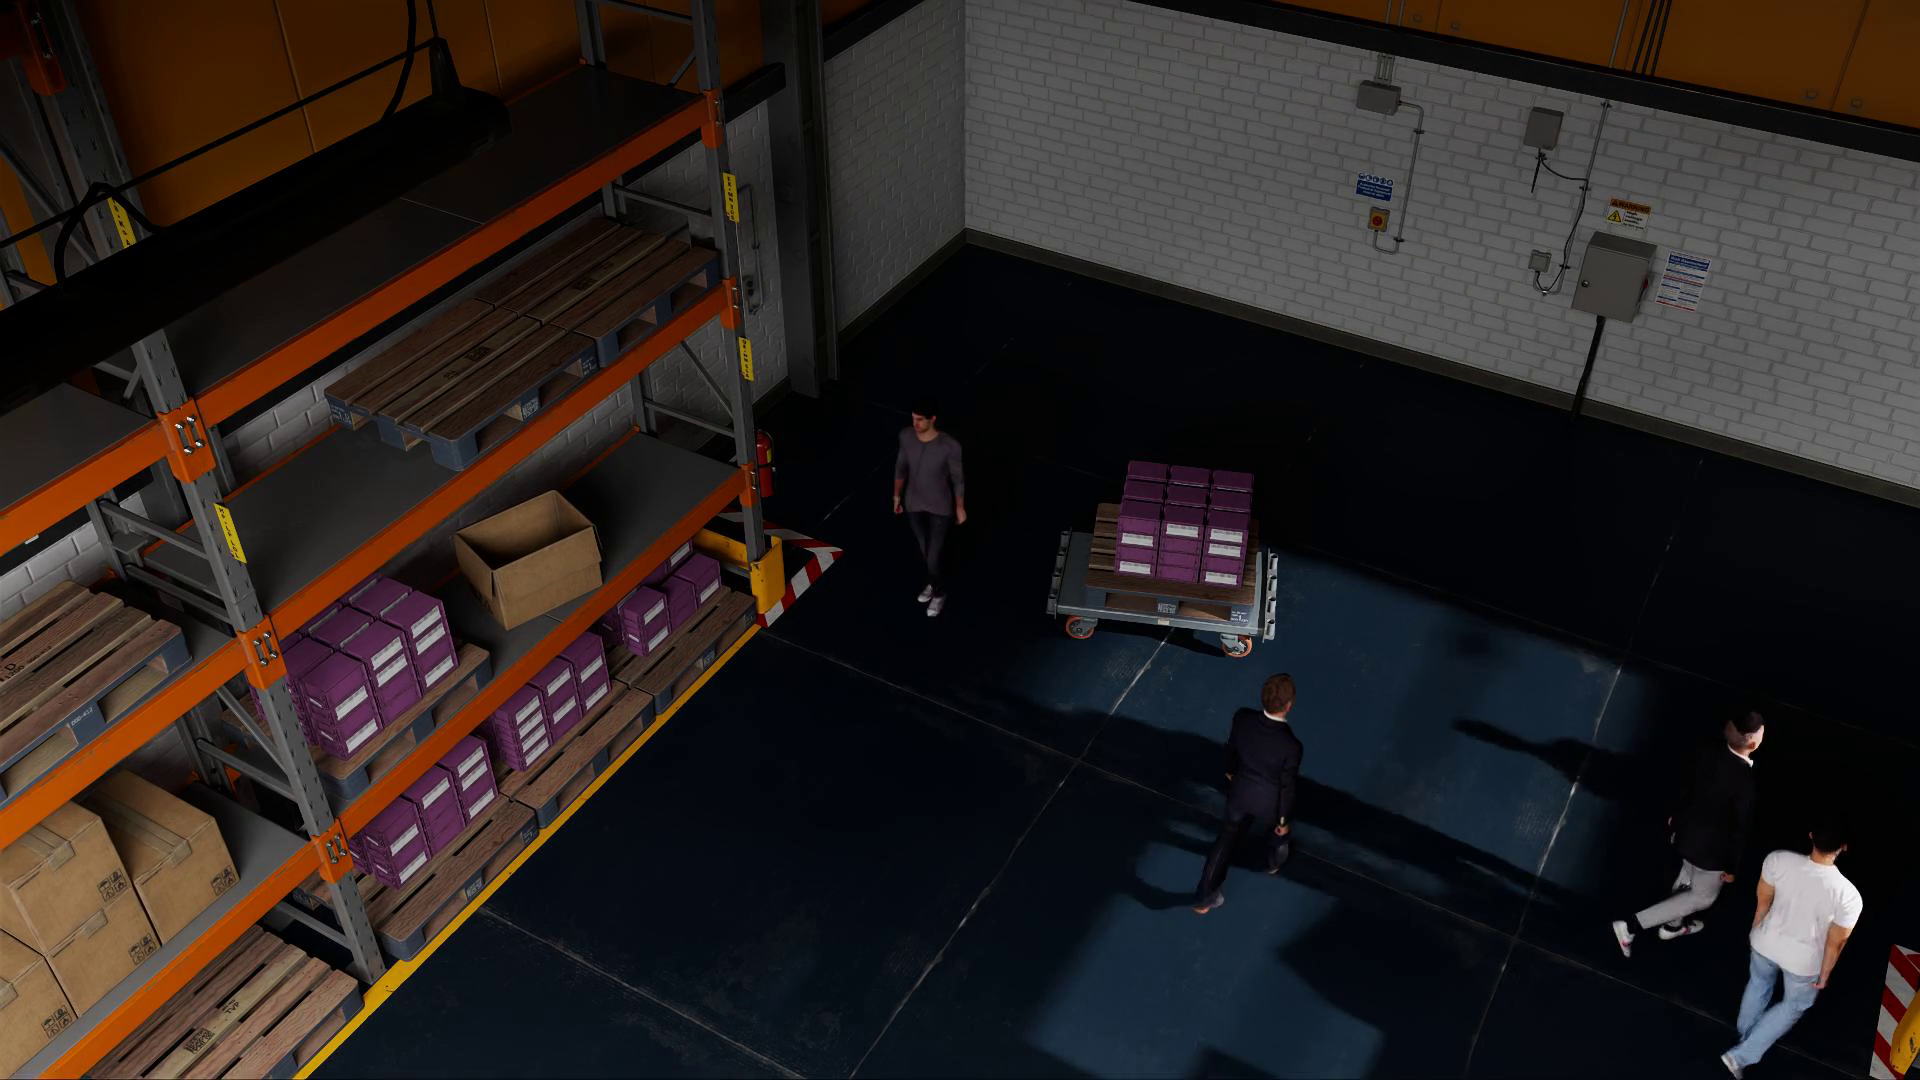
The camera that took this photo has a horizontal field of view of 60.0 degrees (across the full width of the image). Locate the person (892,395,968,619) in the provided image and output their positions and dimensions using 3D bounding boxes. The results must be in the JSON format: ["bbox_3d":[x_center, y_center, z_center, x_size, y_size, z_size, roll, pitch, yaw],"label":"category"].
[{"bbox_3d":[-0.169,-0.309,12.178,0.699,1.833,0.658,21,43,24],"label":"person"}]

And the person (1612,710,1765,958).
[{"bbox_3d":[4.204,1.714,9.564,1.110,1.935,1.064,-7,39,-8],"label":"person"}]

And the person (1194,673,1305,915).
[{"bbox_3d":[1.730,1.536,9.910,0.883,1.781,1.230,31,48,33],"label":"person"}]

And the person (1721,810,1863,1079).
[{"bbox_3d":[4.437,2.232,8.992,1.043,1.839,0.896,-24,44,-27],"label":"person"}]
